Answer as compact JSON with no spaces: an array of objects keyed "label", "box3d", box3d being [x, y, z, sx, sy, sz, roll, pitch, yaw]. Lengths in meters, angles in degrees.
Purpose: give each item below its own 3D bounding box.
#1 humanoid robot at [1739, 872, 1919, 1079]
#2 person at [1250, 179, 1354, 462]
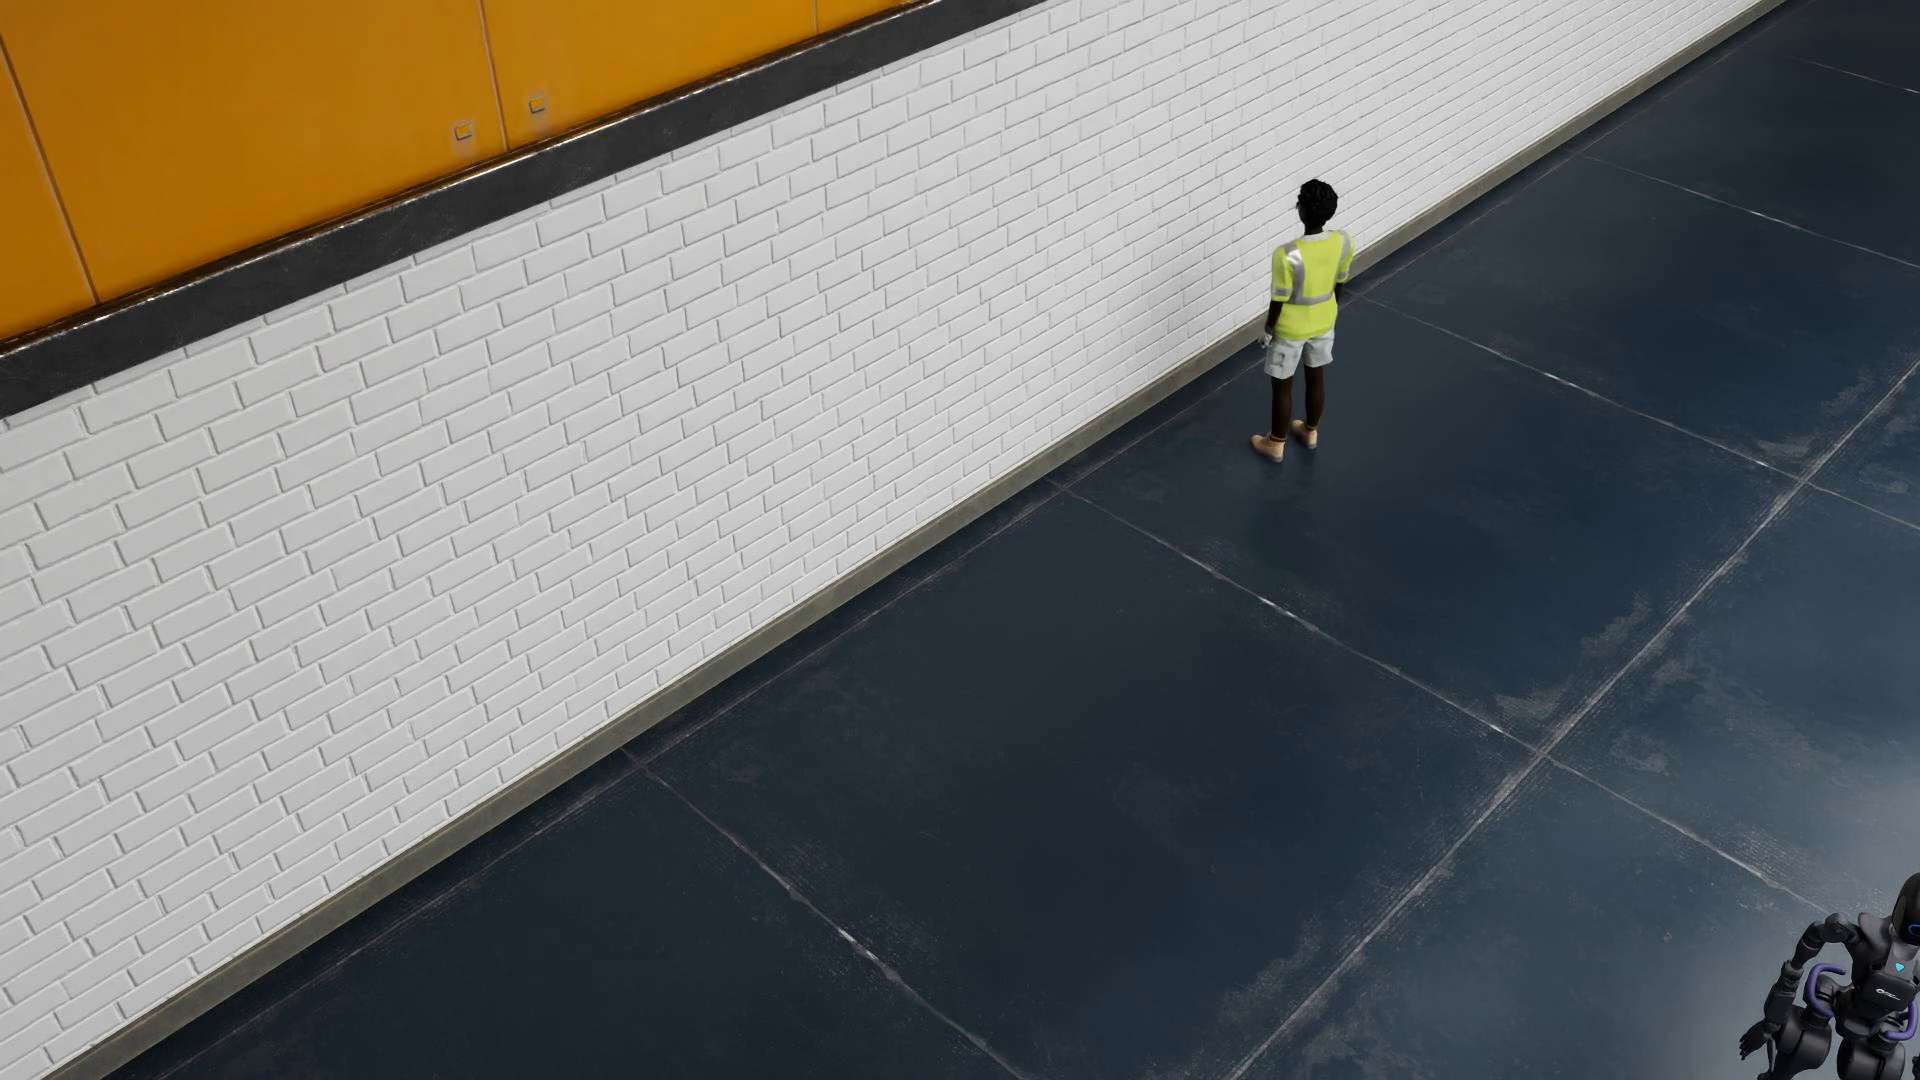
[{"label":"humanoid robot","box3d":[3.020,1.701,5.654,0.599,1.657,0.315,17,42,20]},{"label":"person","box3d":[1.902,-1.211,9.289,0.538,1.695,0.319,-18,42,-21]}]
